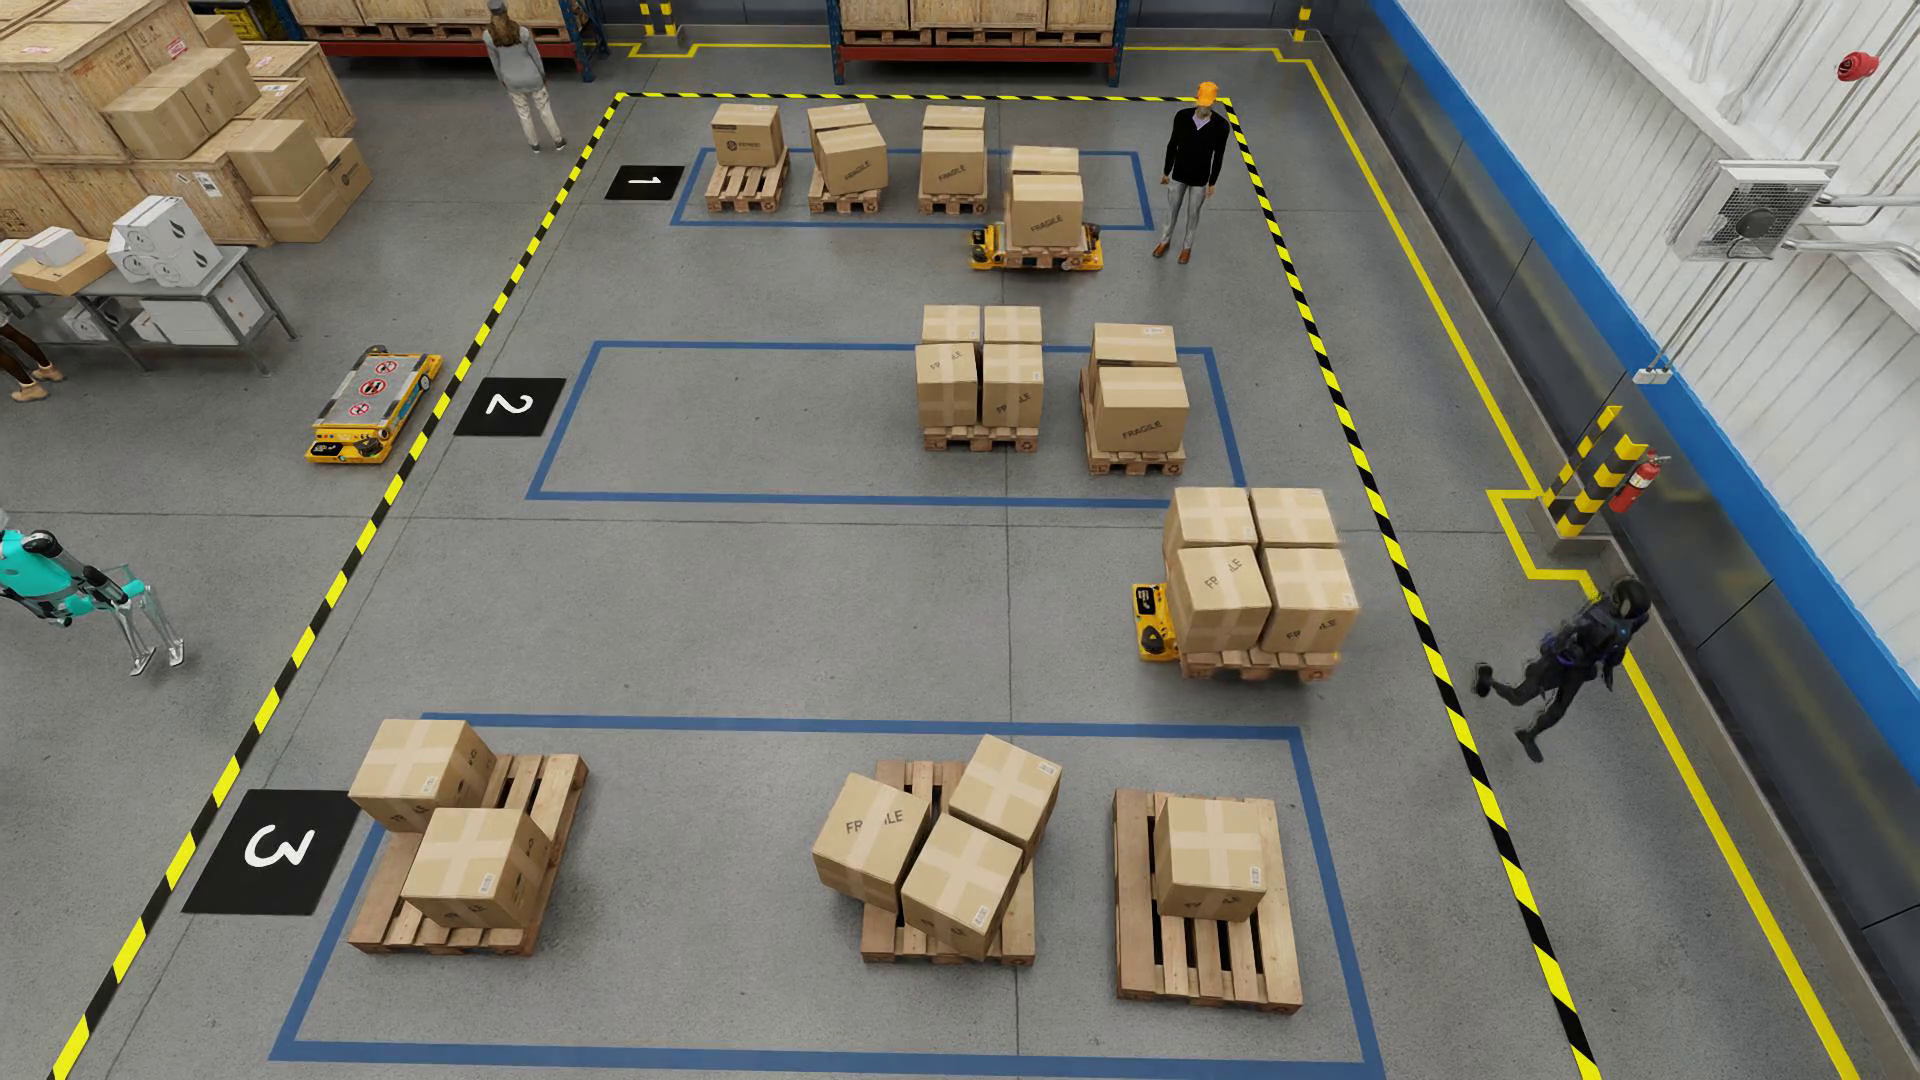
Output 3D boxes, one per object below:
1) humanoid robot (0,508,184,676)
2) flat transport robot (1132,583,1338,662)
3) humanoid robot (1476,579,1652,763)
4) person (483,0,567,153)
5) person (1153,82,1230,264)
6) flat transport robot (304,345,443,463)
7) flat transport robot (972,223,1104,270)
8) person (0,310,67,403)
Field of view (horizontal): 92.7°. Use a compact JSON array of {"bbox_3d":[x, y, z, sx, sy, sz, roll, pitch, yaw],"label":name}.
[{"bbox_3d":[-5.825,0.257,6.102,0.533,1.673,0.735,-12,51,-10],"label":"humanoid robot"},{"bbox_3d":[2.044,0.585,6.854,1.431,0.197,0.652,1,50,1],"label":"flat transport robot"},{"bbox_3d":[3.853,0.743,5.829,0.600,1.640,0.623,-8,50,-6],"label":"humanoid robot"},{"bbox_3d":[-5.310,-5.604,11.128,0.563,1.765,0.401,-9,50,-8],"label":"person"},{"bbox_3d":[2.385,-3.782,9.509,0.590,1.883,0.366,22,53,17],"label":"person"},{"bbox_3d":[-5.383,-1.269,8.441,0.659,0.231,1.431,1,50,1],"label":"flat transport robot"},{"bbox_3d":[0.846,-3.249,10.098,1.431,0.197,0.652,1,50,1],"label":"flat transport robot"},{"bbox_3d":[-8.763,-2.074,7.968,0.389,2.034,0.604,2,50,2],"label":"person"}]
